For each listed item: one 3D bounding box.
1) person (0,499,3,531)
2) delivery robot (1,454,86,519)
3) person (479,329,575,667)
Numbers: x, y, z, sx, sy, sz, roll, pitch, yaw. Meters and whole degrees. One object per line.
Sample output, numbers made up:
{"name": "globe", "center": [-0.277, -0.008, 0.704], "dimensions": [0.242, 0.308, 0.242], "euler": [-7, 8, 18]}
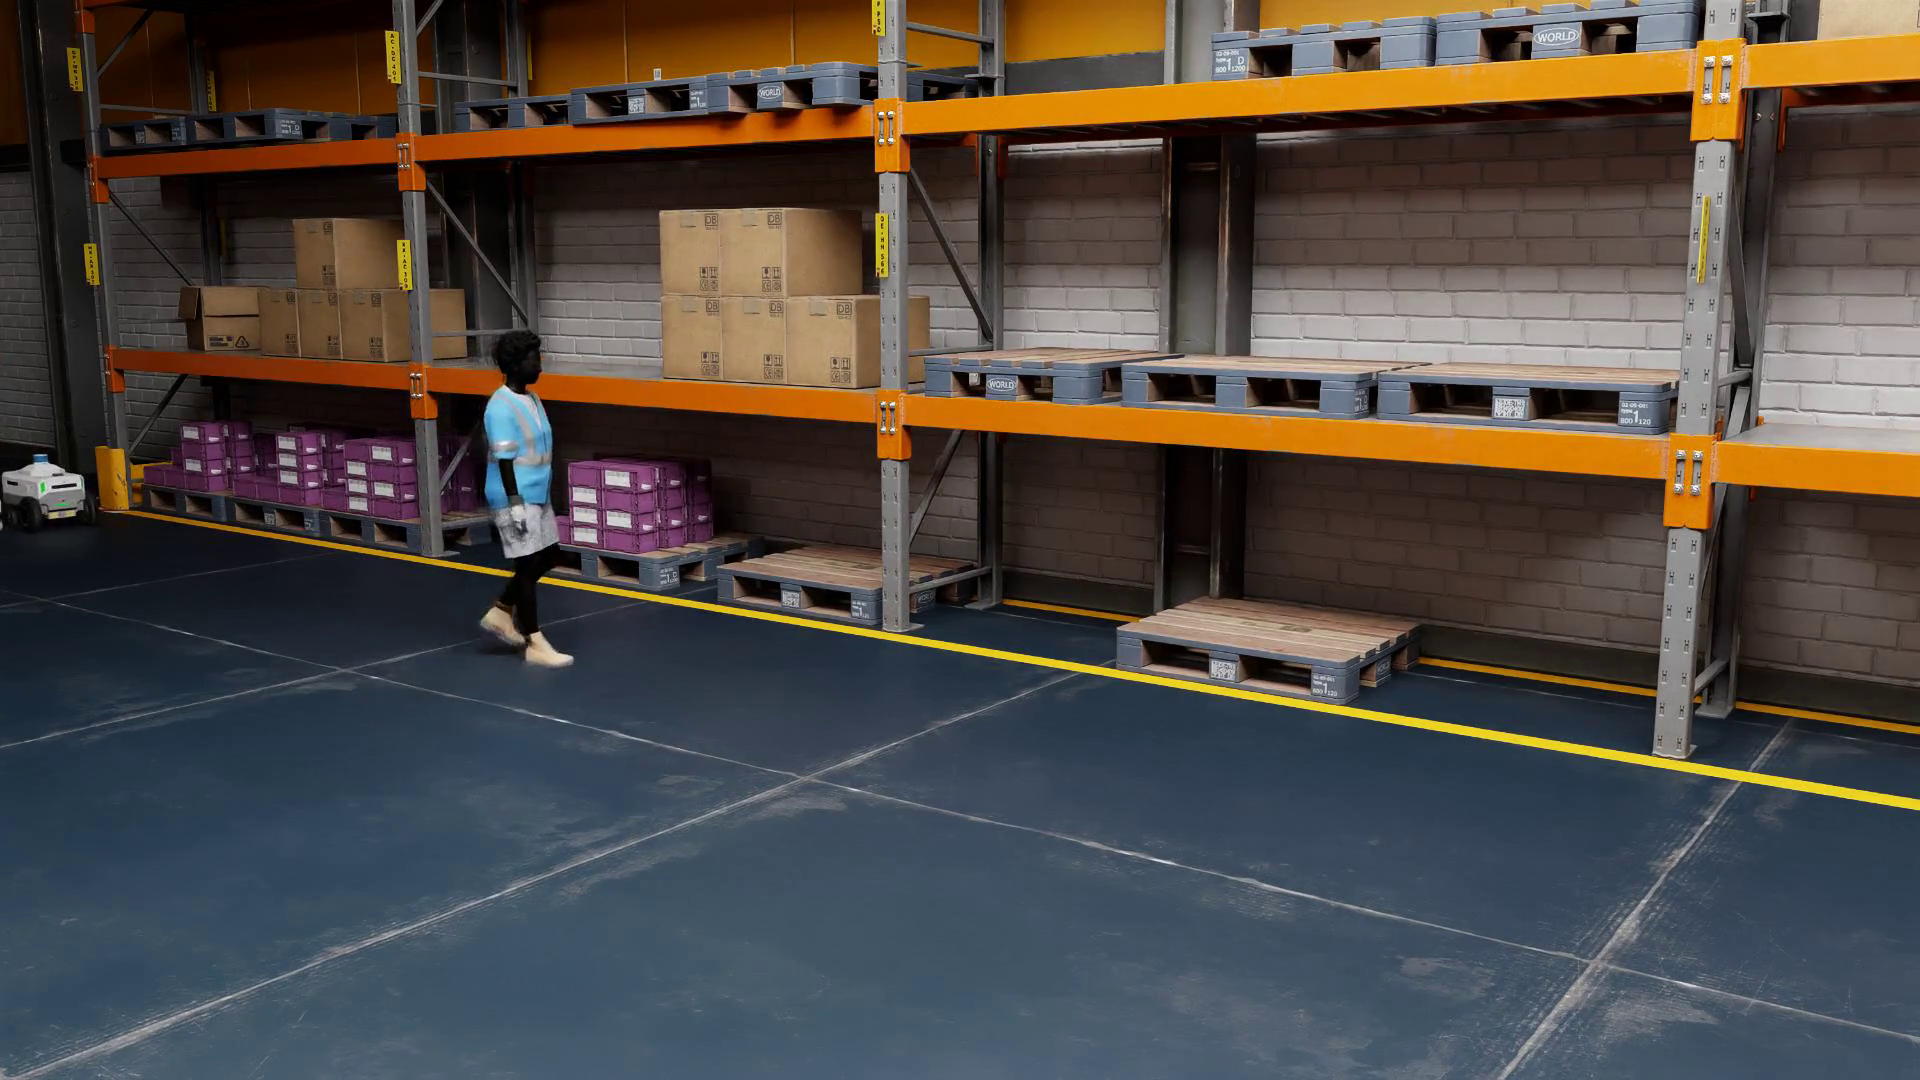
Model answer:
{"name": "person", "center": [-7.410, -0.847, 12.313], "dimensions": [0.521, 1.632, 0.342], "euler": [-4, 10, -22]}
{"name": "delivery robot", "center": [-6.951, -0.408, 12.605], "dimensions": [0.707, 0.478, 0.477], "euler": [7, 12, 37]}
{"name": "person", "center": [-2.189, -0.203, 8.298], "dimensions": [0.495, 1.693, 0.539], "euler": [1, 10, 7]}
